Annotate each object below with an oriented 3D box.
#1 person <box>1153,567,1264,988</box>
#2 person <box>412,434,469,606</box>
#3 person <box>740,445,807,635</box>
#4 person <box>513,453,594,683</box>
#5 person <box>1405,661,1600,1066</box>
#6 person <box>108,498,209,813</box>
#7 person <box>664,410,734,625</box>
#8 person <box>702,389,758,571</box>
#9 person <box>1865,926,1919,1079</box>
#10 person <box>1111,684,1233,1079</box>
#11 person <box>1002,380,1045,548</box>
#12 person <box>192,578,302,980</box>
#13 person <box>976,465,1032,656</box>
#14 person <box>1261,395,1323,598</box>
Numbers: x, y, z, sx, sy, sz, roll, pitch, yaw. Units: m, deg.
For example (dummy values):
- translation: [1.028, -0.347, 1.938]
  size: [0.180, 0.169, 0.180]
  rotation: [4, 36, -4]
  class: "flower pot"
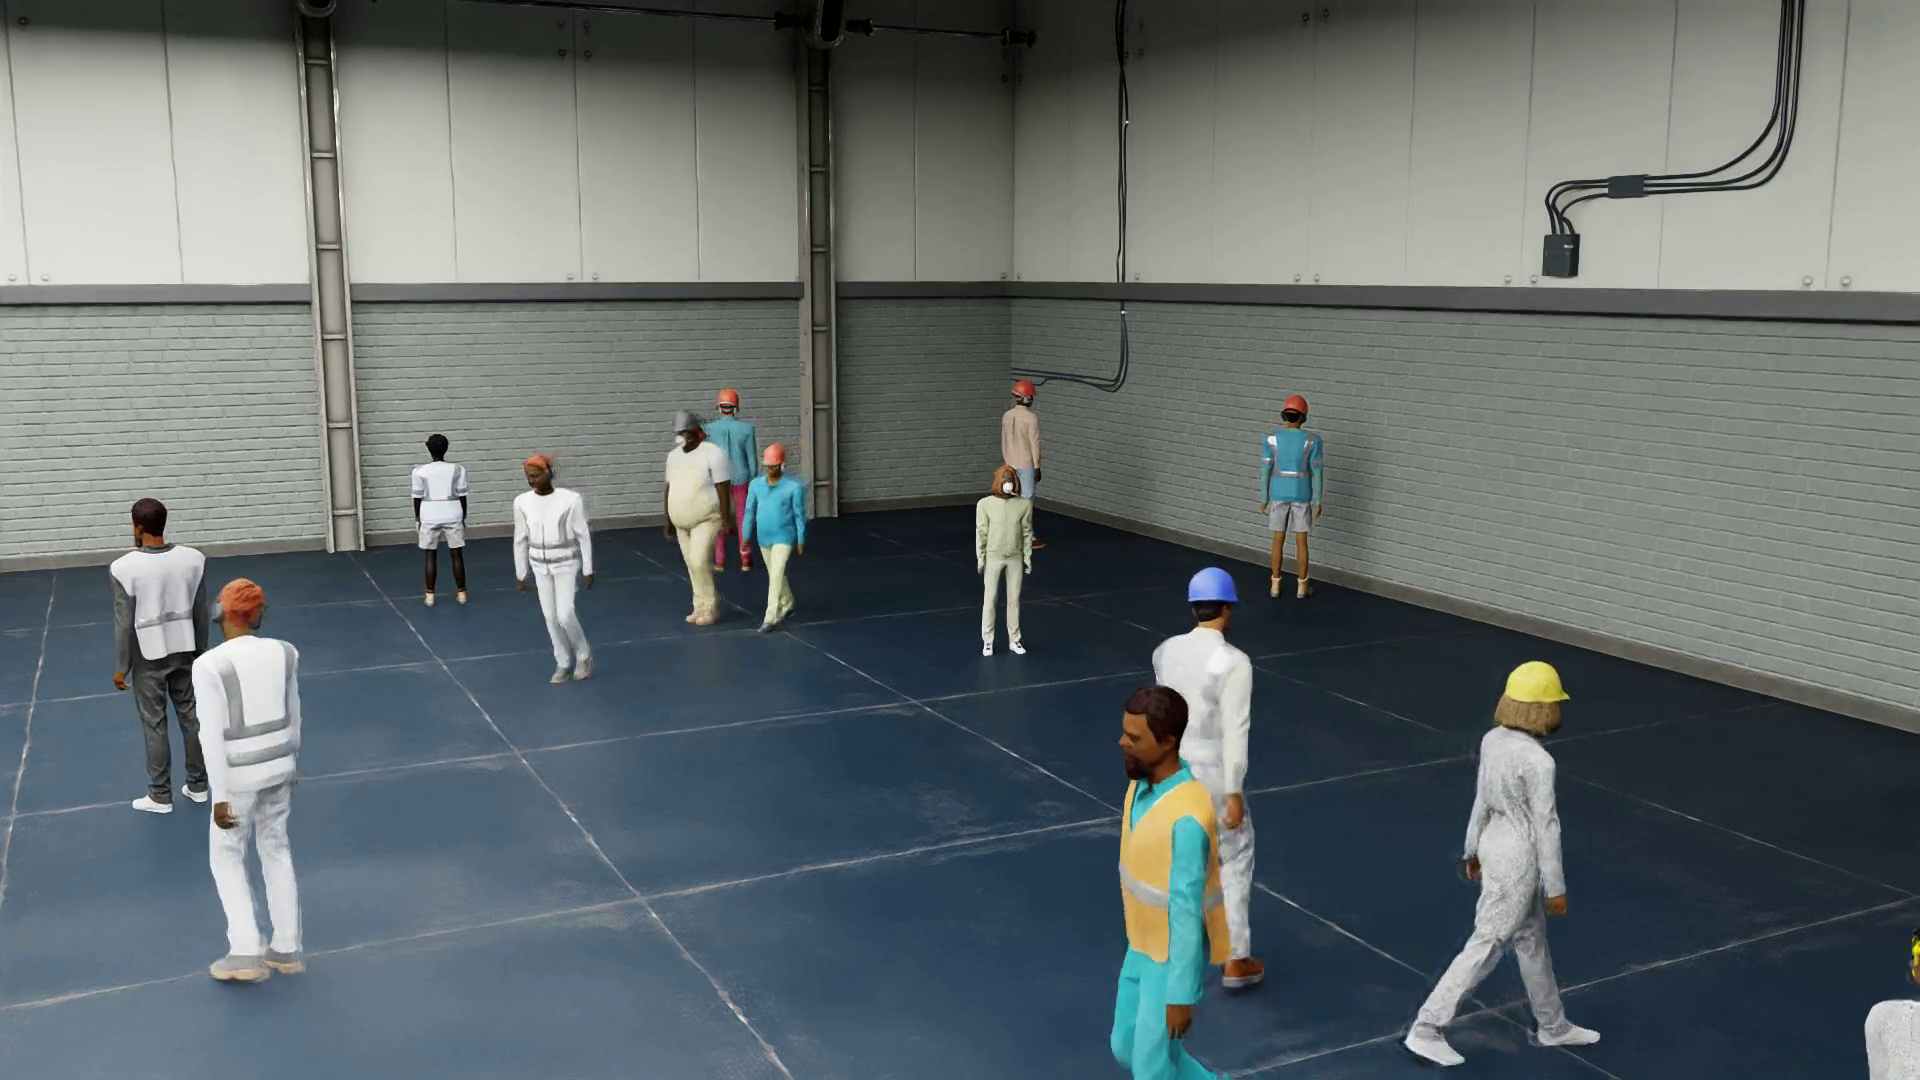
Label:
- translation: [1.129, 1.089, 7.749]
  size: [0.545, 1.902, 0.641]
  rotation: [-7, 12, -37]
  class: "person"
- translation: [-5.087, -0.196, 16.325]
  size: [0.536, 1.689, 0.321]
  rotation: [-3, 10, -19]
  class: "person"
- translation: [-1.699, -0.034, 15.289]
  size: [0.562, 1.707, 0.914]
  rotation: [4, 10, 25]
  class: "person"
- translation: [-3.207, 0.232, 13.141]
  size: [0.604, 1.859, 0.496]
  rotation: [2, 10, 15]
  class: "person"
- translation: [2.257, 1.332, 6.866]
  size: [0.885, 1.702, 0.505]
  rotation: [-1, 9, -7]
  class: "person"
- translation: [-4.842, 0.697, 10.111]
  size: [0.379, 1.916, 0.596]
  rotation: [6, 11, 33]
  class: "person"
- translation: [-2.461, -0.219, 15.378]
  size: [0.719, 2.000, 0.561]
  rotation: [7, 11, 36]
  class: "person"
- translation: [-2.510, -0.651, 18.178]
  size: [0.610, 1.996, 0.379]
  rotation: [-1, 9, -3]
  class: "person"
- translation: [2.343, 1.739, 3.930]
  size: [0.393, 1.851, 0.511]
  rotation: [-7, 12, -37]
  class: "person"
- translation: [0.760, 1.419, 5.733]
  size: [0.561, 1.905, 0.598]
  rotation: [-2, 9, -11]
  class: "person"
- translation: [0.747, -0.891, 19.659]
  size: [0.382, 1.994, 0.612]
  rotation: [-8, 12, -40]
  class: "person"
- translation: [-3.279, 1.106, 7.774]
  size: [0.481, 1.855, 0.599]
  rotation: [5, 11, 30]
  class: "person"
- translation: [0.380, 0.173, 14.205]
  size: [0.500, 1.636, 0.284]
  rotation: [-2, 9, -13]
  class: "person"
- translation: [3.336, -0.438, 16.722]
  size: [0.615, 2.040, 0.391]
  rotation: [3, 10, 19]
  class: "person"
